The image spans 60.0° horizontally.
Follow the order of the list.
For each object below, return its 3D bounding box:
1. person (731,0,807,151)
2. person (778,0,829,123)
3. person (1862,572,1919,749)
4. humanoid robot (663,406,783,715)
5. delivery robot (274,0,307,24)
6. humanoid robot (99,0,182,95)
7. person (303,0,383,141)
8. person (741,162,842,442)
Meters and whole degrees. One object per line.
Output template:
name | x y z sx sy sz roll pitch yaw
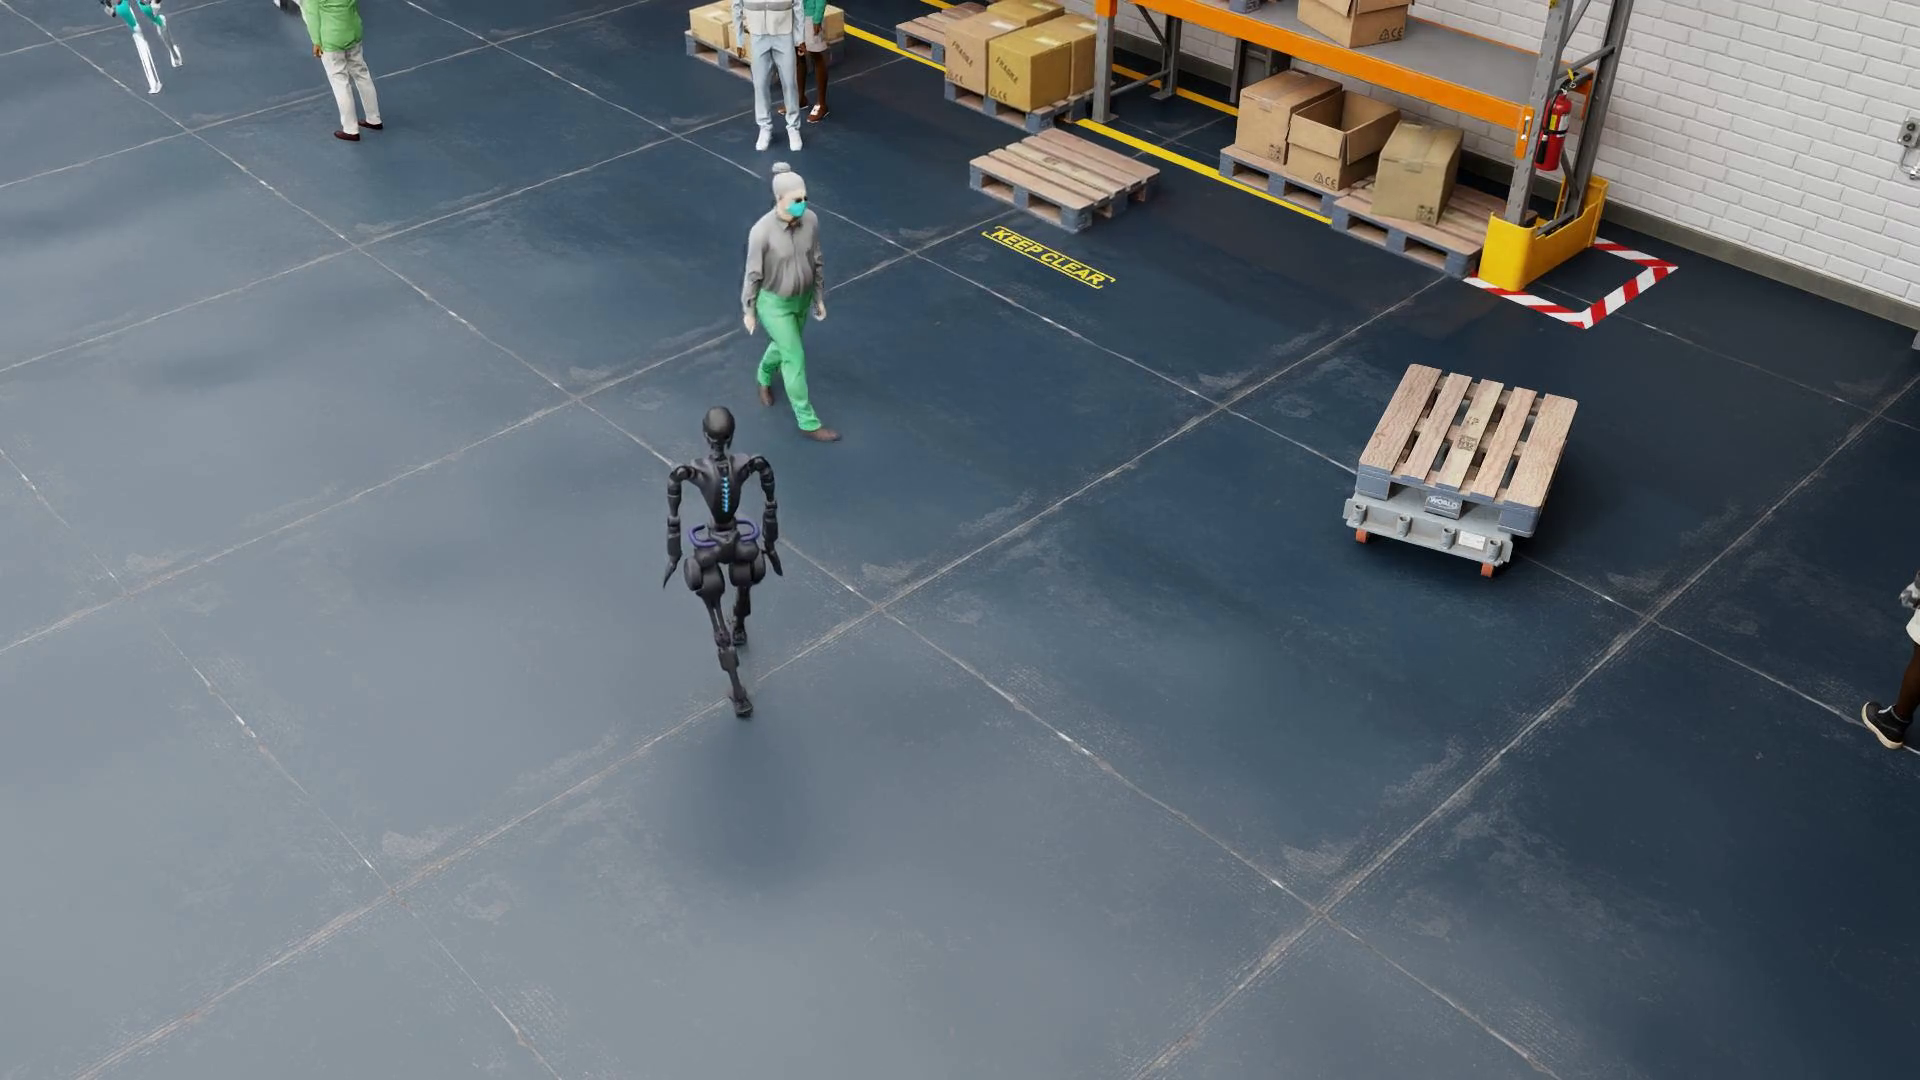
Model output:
person | -1.563 -4.151 13.672 0.598 1.909 0.401 -2 37 -3
person | -1.331 -4.519 14.206 0.494 1.850 0.396 25 44 29
person | 4.807 0.200 7.864 0.604 1.962 0.374 4 37 5
humanoid robot | -1.210 0.042 8.351 0.611 1.622 0.791 -12 39 -16
delivery robot | -6.543 -5.531 16.603 0.499 0.575 0.759 -24 43 -29
humanoid robot | -7.356 -4.931 14.889 0.550 1.821 0.880 -6 37 -8
person | -5.196 -4.229 13.888 0.389 1.778 0.534 15 40 19
person | -1.110 -1.510 10.268 0.863 1.804 0.515 29 46 33
